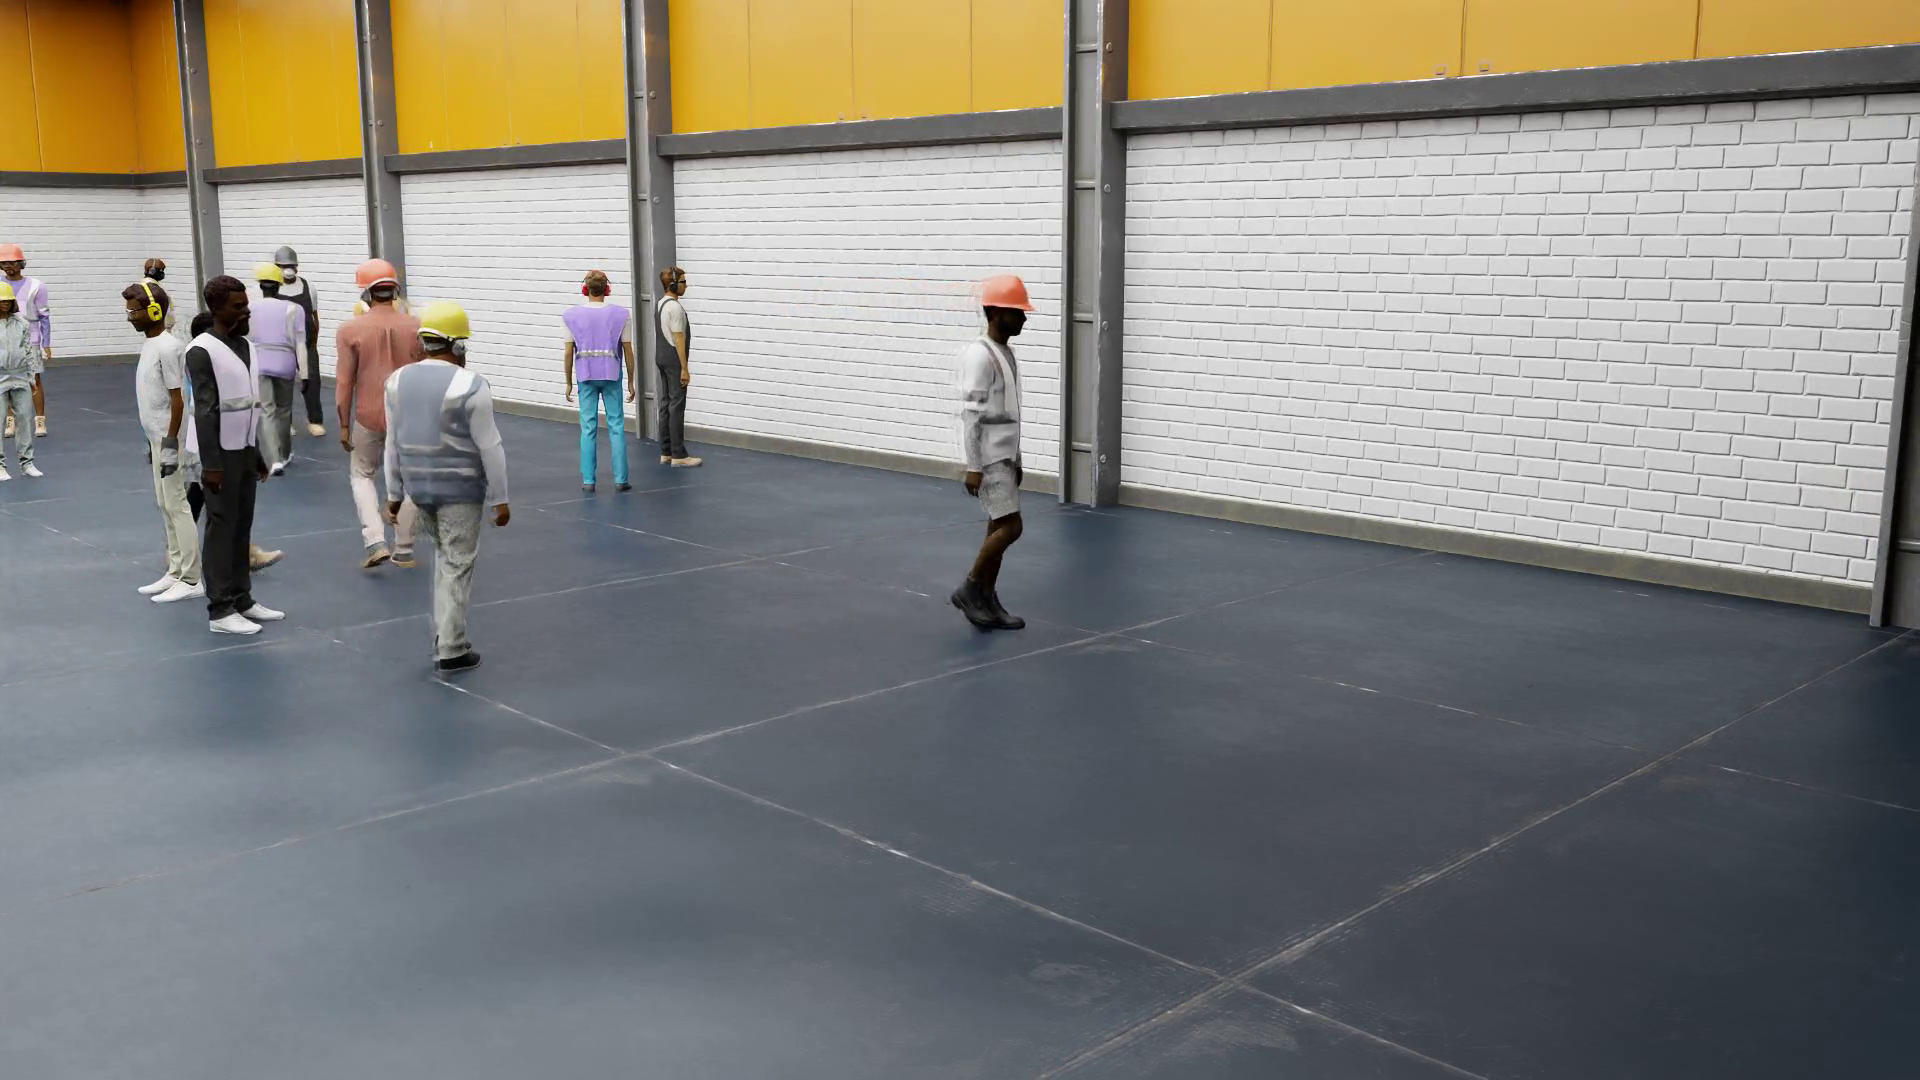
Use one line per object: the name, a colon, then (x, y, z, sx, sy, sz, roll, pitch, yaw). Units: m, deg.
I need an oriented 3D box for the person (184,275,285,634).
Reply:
person: (-3.956, -0.463, 9.004, 0.395, 1.919, 0.590, 0, 10, 1)

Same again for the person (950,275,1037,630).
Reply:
person: (0.213, -0.448, 8.902, 0.399, 1.920, 0.579, 4, 11, 21)

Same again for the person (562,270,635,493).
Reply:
person: (-2.993, -1.308, 13.814, 0.575, 1.841, 0.374, -2, 11, -10)

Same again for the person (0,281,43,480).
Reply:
person: (-8.329, -1.390, 14.563, 0.336, 1.733, 0.480, 6, 12, 30)

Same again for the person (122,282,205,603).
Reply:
person: (-4.677, -0.569, 9.736, 0.329, 1.865, 0.508, -8, 13, -36)

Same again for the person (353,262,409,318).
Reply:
person: (-5.360, -1.628, 15.450, 0.581, 1.872, 1.018, -8, 13, -38)

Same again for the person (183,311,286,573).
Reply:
person: (-4.648, -0.606, 10.484, 0.862, 1.647, 0.543, 0, 10, 2)

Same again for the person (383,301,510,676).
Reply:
person: (-2.476, -0.257, 8.162, 0.630, 1.811, 0.566, 4, 11, 23)

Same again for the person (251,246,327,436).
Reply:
person: (-7.055, -2.091, 17.548, 0.689, 2.000, 0.759, -7, 13, -35)

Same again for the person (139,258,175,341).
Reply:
person: (-10.266, -2.672, 21.281, 0.430, 1.837, 0.619, -7, 13, -34)

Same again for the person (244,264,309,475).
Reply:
person: (-6.199, -1.536, 14.997, 0.608, 1.881, 0.979, -4, 11, -21)

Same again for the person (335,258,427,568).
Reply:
person: (-3.634, -0.783, 10.557, 0.640, 1.986, 0.484, -6, 12, -30)

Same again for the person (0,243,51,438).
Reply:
person: (-9.940, -2.097, 17.569, 0.605, 2.045, 0.382, -3, 11, -17)

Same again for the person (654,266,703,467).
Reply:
person: (-2.636, -1.599, 15.398, 0.345, 1.846, 0.508, -6, 12, -31)
